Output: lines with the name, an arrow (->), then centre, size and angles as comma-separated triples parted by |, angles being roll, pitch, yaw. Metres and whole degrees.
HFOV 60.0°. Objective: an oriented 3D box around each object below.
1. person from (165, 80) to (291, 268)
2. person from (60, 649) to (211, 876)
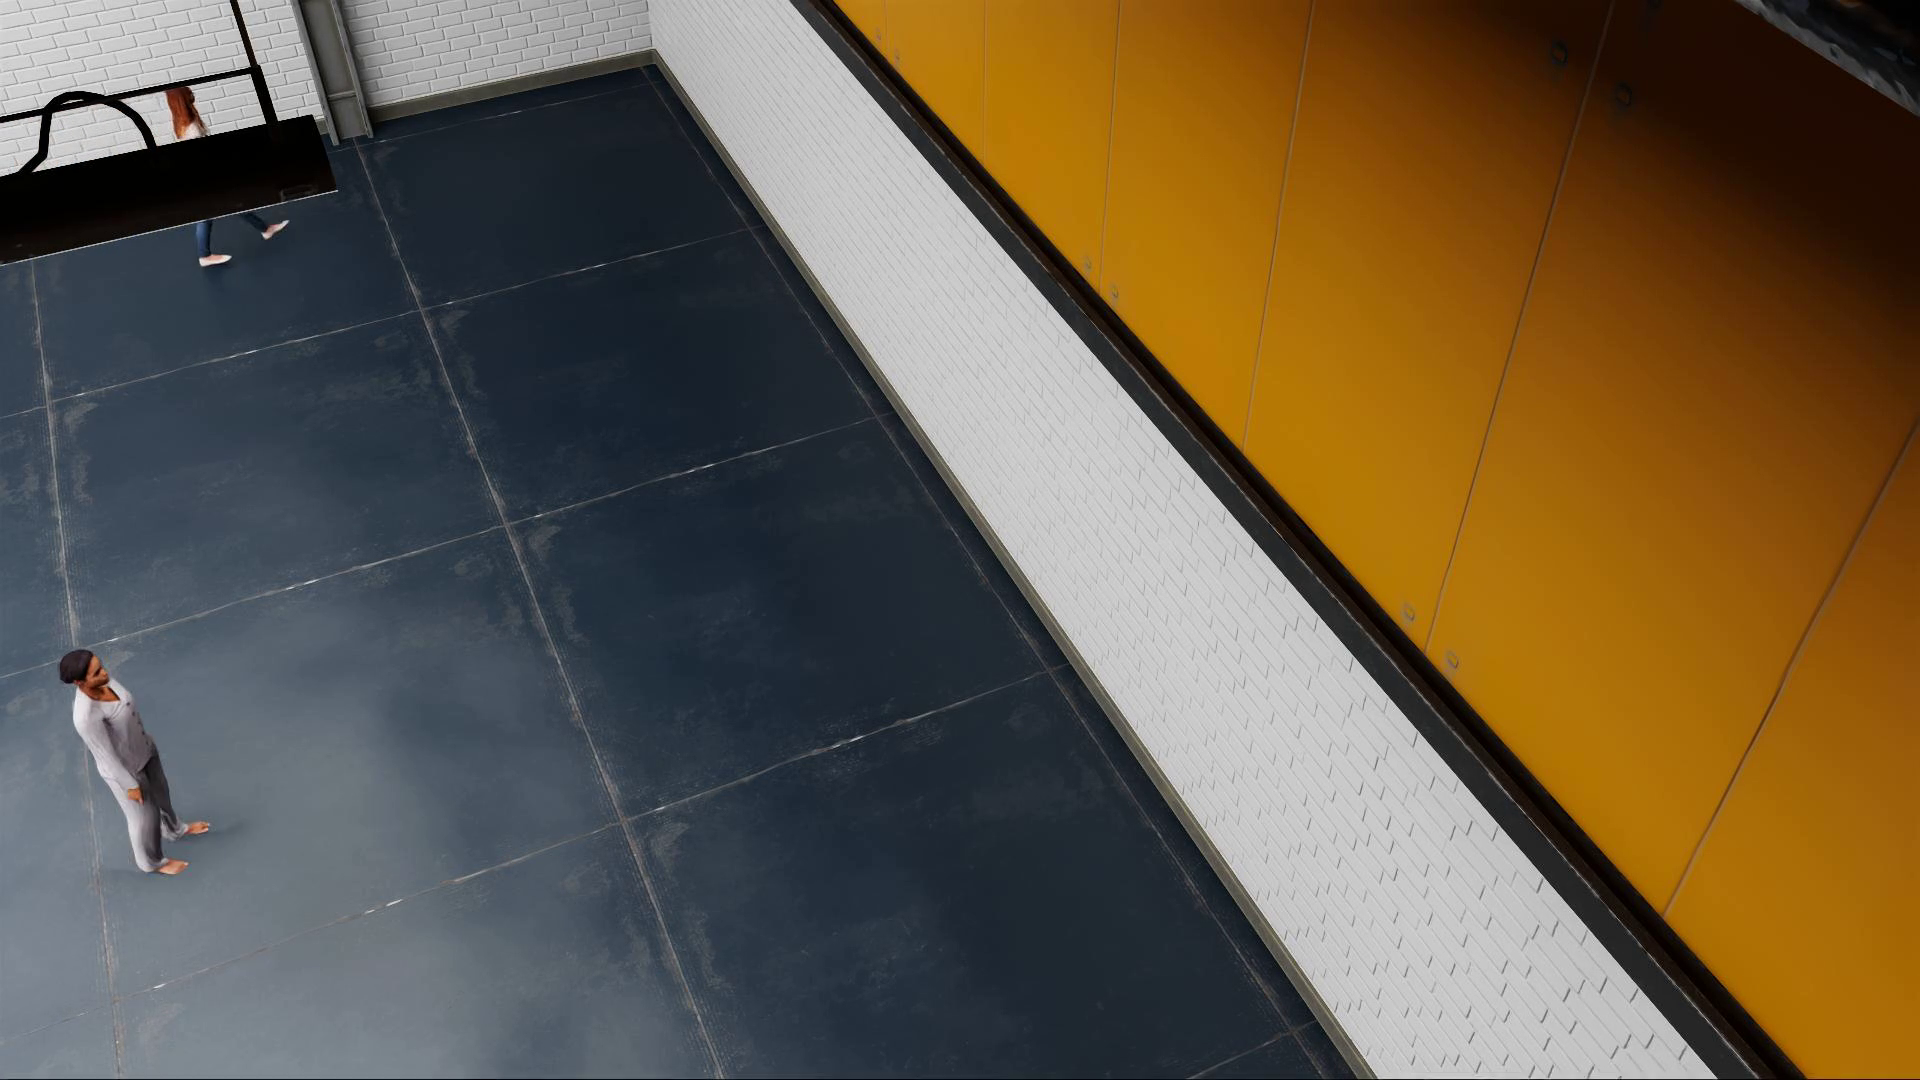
person -> -6.566, -3.104, 14.289 | 1.067, 1.692, 0.629 | -20, 47, -20
person -> -4.863, 1.282, 9.682 | 0.680, 1.696, 0.700 | -7, 44, -8
